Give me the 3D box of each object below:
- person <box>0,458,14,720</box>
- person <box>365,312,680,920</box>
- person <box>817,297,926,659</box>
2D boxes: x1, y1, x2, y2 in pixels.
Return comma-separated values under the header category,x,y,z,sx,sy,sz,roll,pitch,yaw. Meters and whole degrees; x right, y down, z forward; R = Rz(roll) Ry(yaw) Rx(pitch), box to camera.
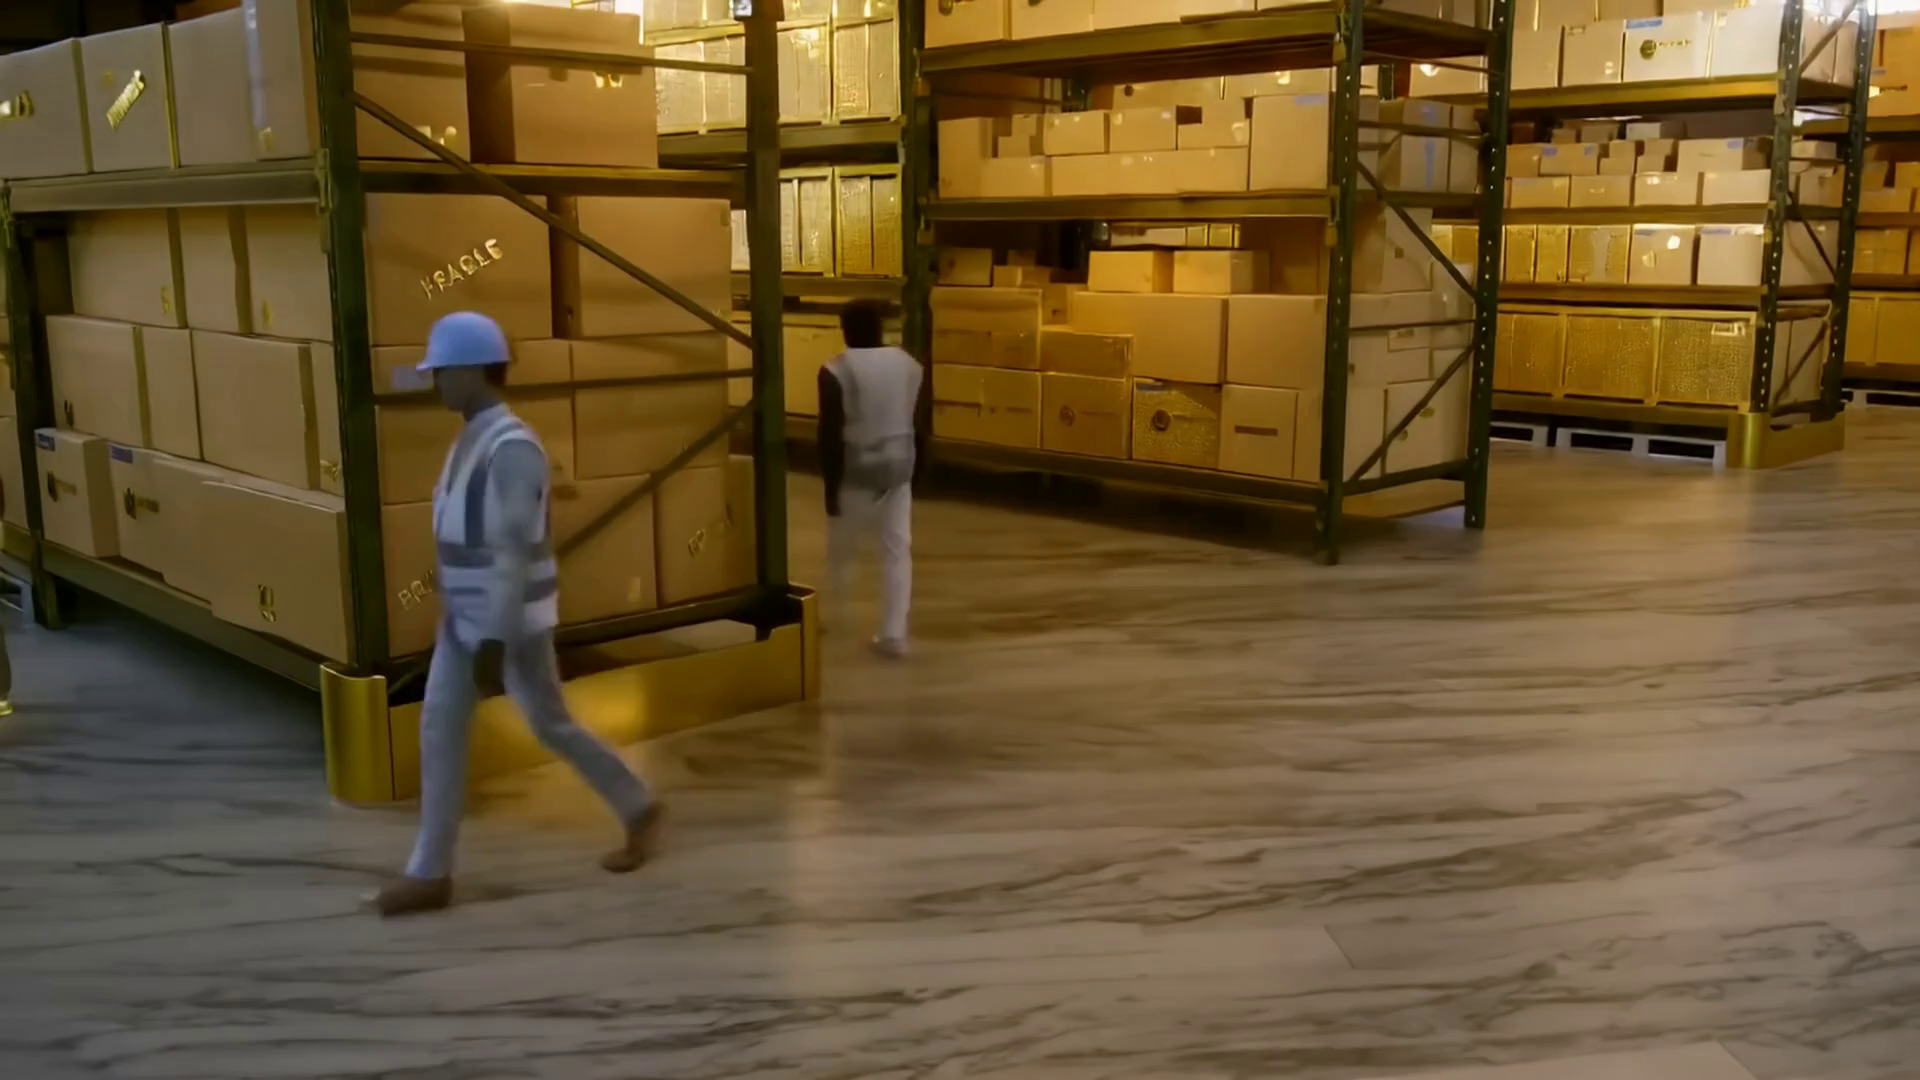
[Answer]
category,x,y,z,sx,sy,sz,roll,pitch,yaw
person,-4.416,-0.056,7.200,0.522,1.768,0.312,-9,14,-41
person,-1.415,0.225,5.315,0.958,1.908,0.615,-7,13,-35
person,-0.518,-0.329,8.551,0.653,1.810,0.846,-7,12,-32
